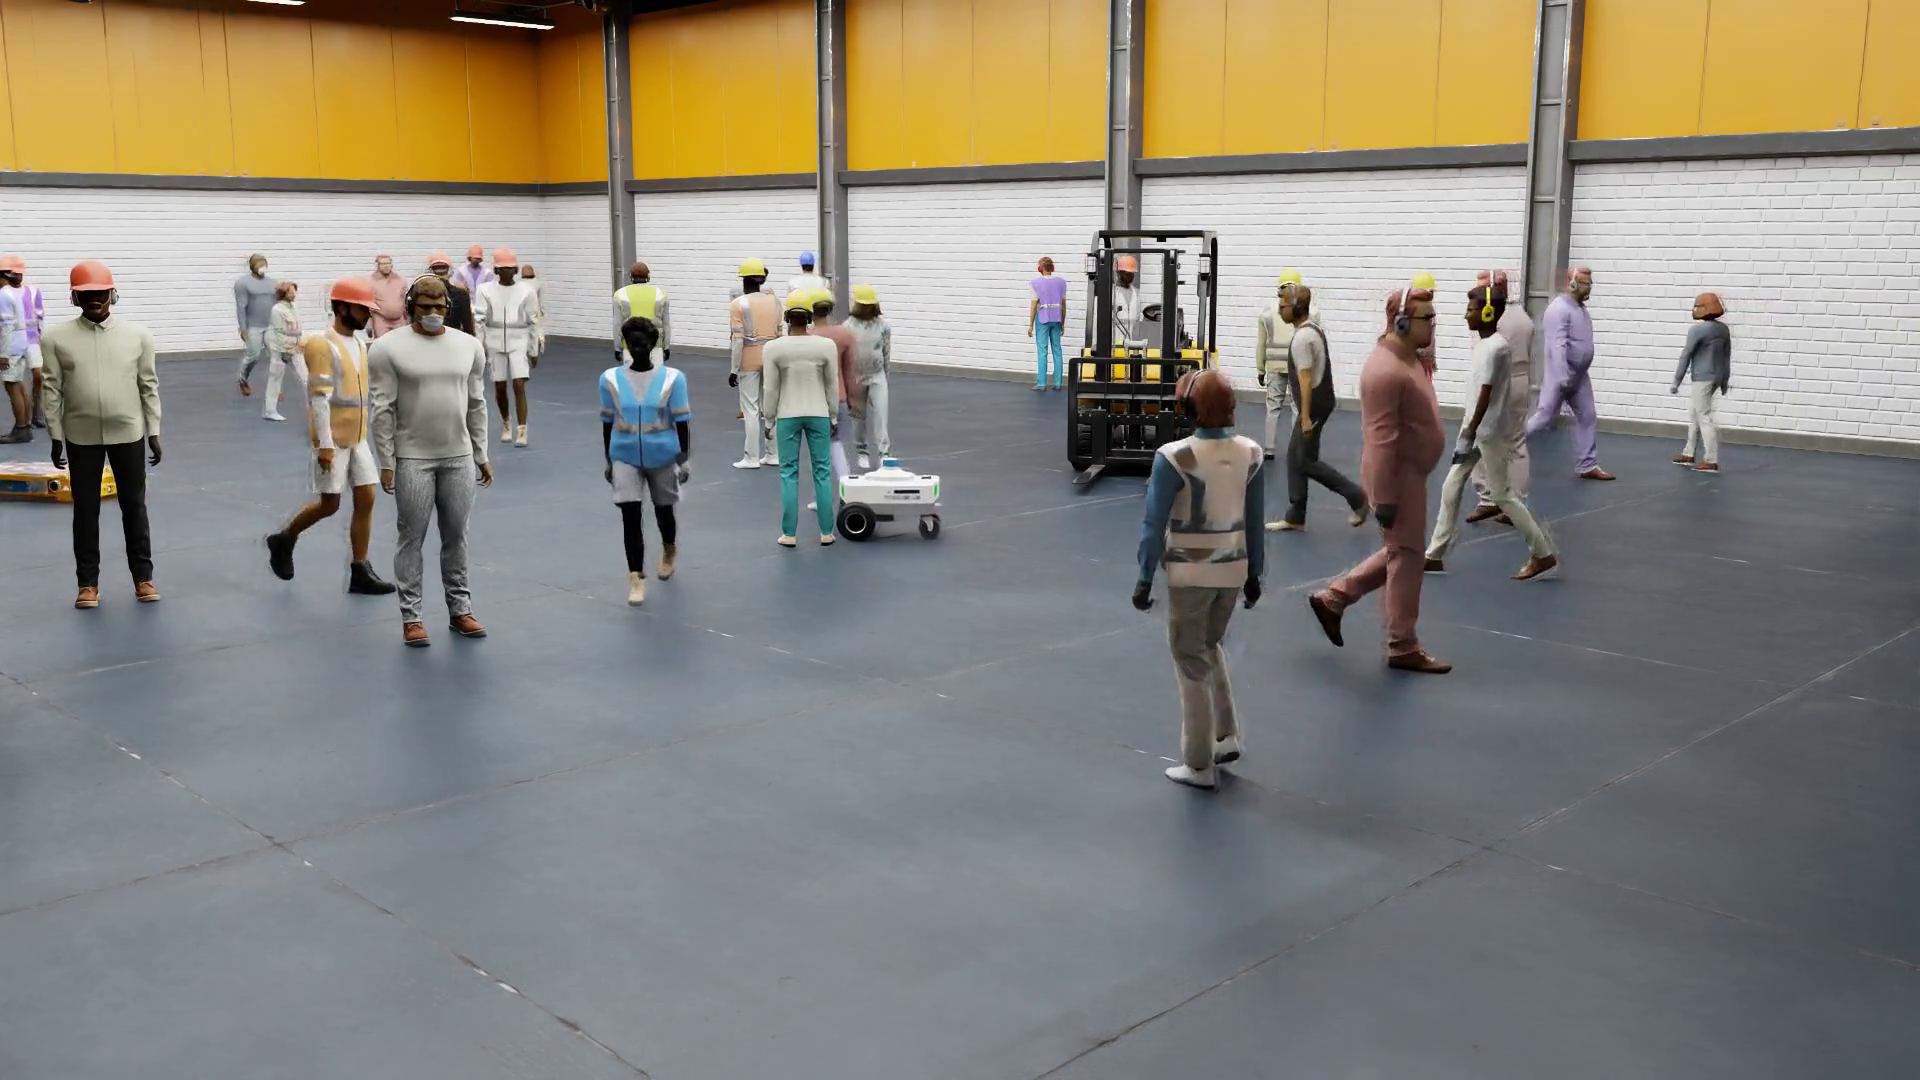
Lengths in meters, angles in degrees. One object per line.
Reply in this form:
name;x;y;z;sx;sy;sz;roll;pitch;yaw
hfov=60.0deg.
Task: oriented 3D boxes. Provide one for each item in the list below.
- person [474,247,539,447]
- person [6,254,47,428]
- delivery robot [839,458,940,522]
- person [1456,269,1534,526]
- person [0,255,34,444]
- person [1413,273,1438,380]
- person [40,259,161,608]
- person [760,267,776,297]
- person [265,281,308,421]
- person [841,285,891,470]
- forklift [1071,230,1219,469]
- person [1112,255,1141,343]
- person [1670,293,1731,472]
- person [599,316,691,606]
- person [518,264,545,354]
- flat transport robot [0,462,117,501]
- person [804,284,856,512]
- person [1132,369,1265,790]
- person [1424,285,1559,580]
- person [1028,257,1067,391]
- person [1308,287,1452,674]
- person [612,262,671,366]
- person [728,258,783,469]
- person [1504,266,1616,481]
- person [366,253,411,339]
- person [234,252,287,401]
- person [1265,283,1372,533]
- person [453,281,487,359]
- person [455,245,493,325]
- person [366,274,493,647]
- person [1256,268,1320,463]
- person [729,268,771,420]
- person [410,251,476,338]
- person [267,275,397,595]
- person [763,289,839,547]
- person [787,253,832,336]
person;-4.619;-1.972;16.997;0.634;2.016;0.791;-2;11;-8
person;-10.299;-2.161;18.250;0.582;1.915;0.628;-9;14;-42
delivery robot;-0.493;-0.338;11.787;0.707;0.478;0.477;0;10;0
person;3.941;-1.031;12.190;0.786;1.878;0.540;-8;13;-38
person;-9.807;-1.961;17.123;0.366;1.935;0.553;-3;11;-18
person;4.649;-1.812;16.871;0.549;1.754;0.406;-10;14;-43
person;-4.937;-0.612;9.604;0.608;1.995;0.376;-6;12;-29
person;-2.901;-3.081;23.938;0.563;1.680;0.351;0;10;2
person;-7.644;-2.154;19.070;0.877;1.590;0.535;2;11;10
person;-0.840;-1.438;14.963;0.468;1.683;0.976;-1;10;-8
forklift;1.804;-1.825;15.677;1.214;2.155;2.313;2;11;13
person;1.799;-2.290;18.981;0.560;1.916;0.725;-6;12;-28
person;6.713;-1.441;15.178;0.519;1.606;0.695;-6;12;-31
person;-1.856;-0.496;9.868;0.537;1.673;0.758;-1;10;-5
person;-7.671;-4.118;29.762;0.507;1.614;0.679;-6;12;-30
flat transport robot;-7.575;-0.492;13.659;1.431;0.197;0.652;3;11;16
person;-1.060;-1.077;12.773;0.543;1.754;0.380;-6;12;-28
person;0.916;0.157;6.435;0.518;1.627;0.390;-7;12;-33
person;3.274;-0.652;10.309;0.956;1.825;0.514;1;10;7
person;1.205;-2.951;22.791;0.563;1.838;0.388;-5;11;-24
person;2.098;-0.294;8.167;0.648;1.884;0.656;4;11;22
person;-3.480;-2.114;18.214;0.626;1.843;0.430;-3;11;-16
person;-1.881;-1.611;15.235;0.369;1.925;0.594;9;14;42
person;5.276;-1.466;14.625;0.647;1.869;0.942;-10;14;-44
person;-7.794;-2.962;22.696;0.676;1.890;0.430;-8;13;-38
person;-9.079;-2.756;21.518;0.825;1.919;0.638;8;13;38
person;2.577;-0.910;11.780;0.703;1.809;0.523;3;11;17
person;-5.809;-2.217;19.423;0.527;1.606;0.806;0;10;-3
person;-8.249;-4.012;28.217;0.642;1.986;1.007;-4;11;-23
person;-2.759;-0.421;8.735;0.627;1.934;0.371;-8;13;-38
person;3.064;-1.612;15.535;0.593;1.824;0.403;4;11;21
person;-2.424;-2.327;19.300;0.528;1.871;0.323;-3;11;-17
person;-5.156;-1.890;16.645;0.664;1.965;0.456;1;10;3
person;-3.766;-0.624;9.928;0.761;1.904;0.579;3;11;16
person;-1.086;-0.829;11.409;0.523;1.769;0.322;-2;11;-11
person;-2.075;-2.965;22.751;0.612;1.887;1.029;-2;11;-9
